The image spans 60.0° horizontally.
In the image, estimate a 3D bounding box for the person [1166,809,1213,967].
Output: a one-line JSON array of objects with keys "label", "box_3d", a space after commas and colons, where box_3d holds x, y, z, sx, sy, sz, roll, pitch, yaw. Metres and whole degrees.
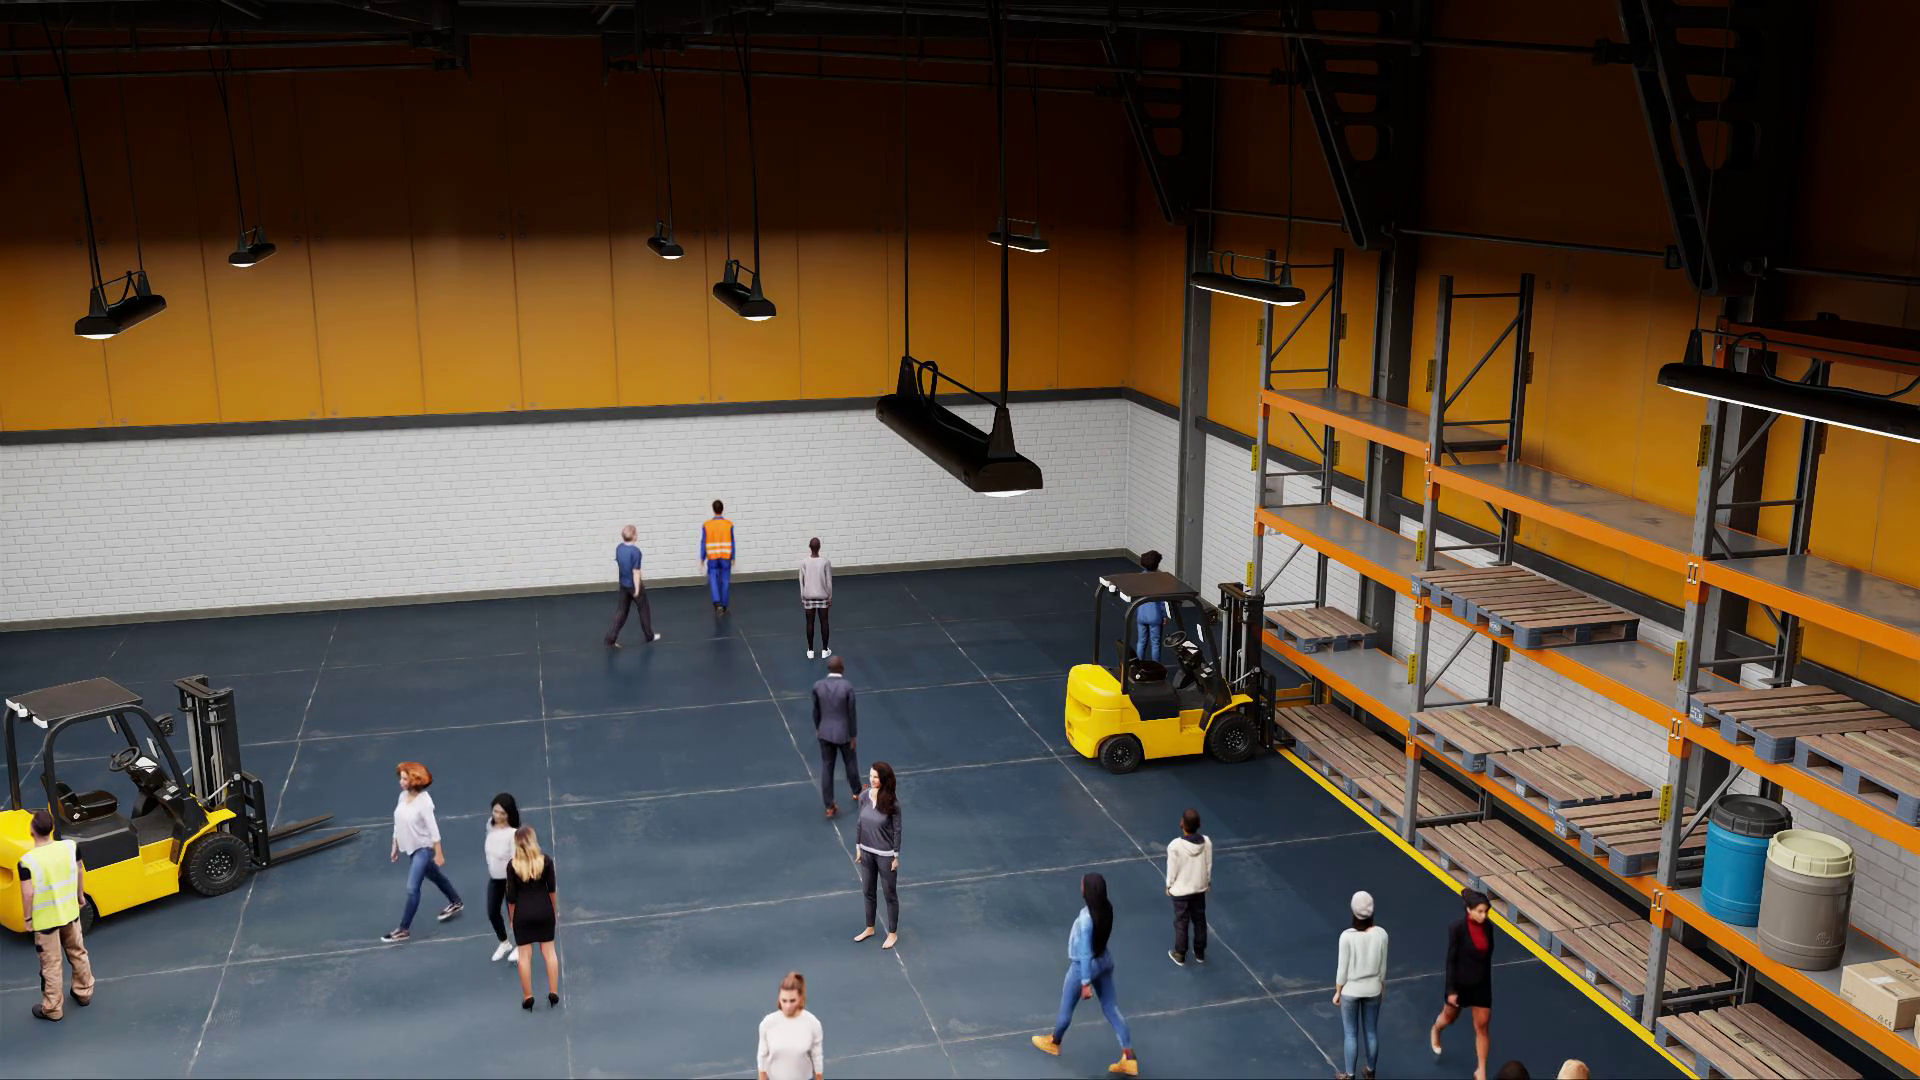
[{"label": "person", "box_3d": [2.079, 3.138, 15.063, 0.583, 1.453, 0.493, -3, 14, -13]}]

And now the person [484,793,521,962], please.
[{"label": "person", "box_3d": [-4.069, 3.029, 15.054, 0.786, 1.669, 0.846, 11, 18, 39]}]

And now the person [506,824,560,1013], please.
[{"label": "person", "box_3d": [-3.652, 3.226, 14.225, 0.556, 1.675, 0.477, -4, 14, -18]}]

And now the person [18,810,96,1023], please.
[{"label": "person", "box_3d": [-7.698, 3.162, 14.126, 0.914, 1.847, 0.855, 8, 16, 29]}]

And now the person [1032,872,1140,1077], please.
[{"label": "person", "box_3d": [1.135, 3.483, 13.200, 1.247, 1.659, 1.136, 9, 16, 33]}]

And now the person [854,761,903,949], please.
[{"label": "person", "box_3d": [-0.751, 2.890, 15.418, 0.688, 1.768, 0.733, 6, 15, 25]}]

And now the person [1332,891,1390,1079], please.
[{"label": "person", "box_3d": [3.148, 3.522, 13.056, 0.584, 1.650, 0.516, -2, 14, -9]}]

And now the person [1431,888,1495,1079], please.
[{"label": "person", "box_3d": [3.952, 3.525, 13.134, 0.616, 1.608, 1.006, -2, 14, -10]}]

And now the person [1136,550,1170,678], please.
[{"label": "person", "box_3d": [2.642, 1.027, 23.018, 0.736, 1.811, 0.820, 10, 17, 34]}]

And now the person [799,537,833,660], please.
[{"label": "person", "box_3d": [-2.073, 0.824, 23.940, 0.669, 1.771, 0.610, 0, 14, 0]}]

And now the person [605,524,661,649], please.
[{"label": "person", "box_3d": [-4.877, 0.716, 24.268, 1.192, 1.828, 1.212, 9, 16, 33]}]

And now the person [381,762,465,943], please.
[{"label": "person", "box_3d": [-4.999, 2.880, 15.676, 1.182, 1.665, 1.095, 13, 19, 43]}]

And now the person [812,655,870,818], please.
[{"label": "person", "box_3d": [-1.388, 2.174, 18.298, 1.026, 1.803, 1.144, 5, 14, 19]}]

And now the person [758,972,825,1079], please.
[{"label": "person", "box_3d": [-1.188, 3.818, 11.696, 0.724, 1.715, 0.790, 0, 14, 1]}]

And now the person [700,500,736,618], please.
[{"label": "person", "box_3d": [-3.758, 0.316, 25.875, 0.763, 1.848, 1.017, -2, 14, -9]}]
